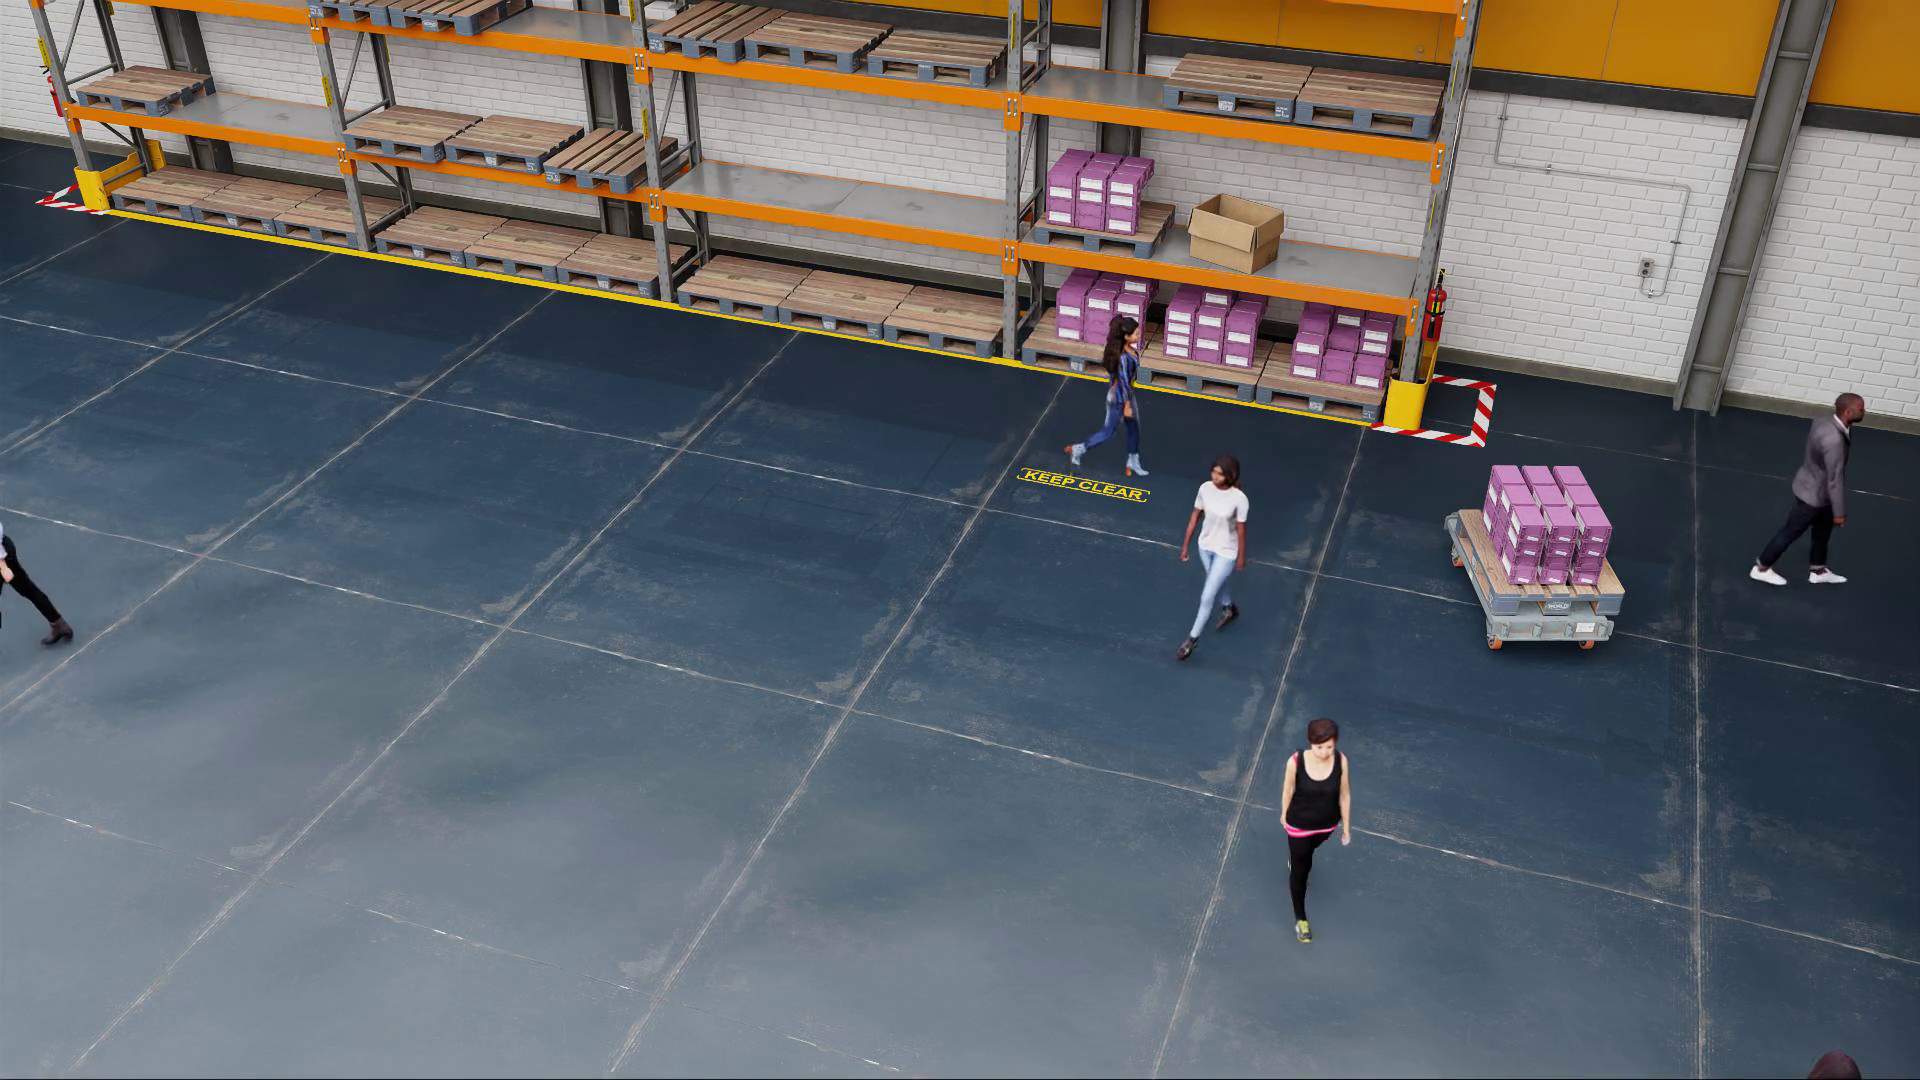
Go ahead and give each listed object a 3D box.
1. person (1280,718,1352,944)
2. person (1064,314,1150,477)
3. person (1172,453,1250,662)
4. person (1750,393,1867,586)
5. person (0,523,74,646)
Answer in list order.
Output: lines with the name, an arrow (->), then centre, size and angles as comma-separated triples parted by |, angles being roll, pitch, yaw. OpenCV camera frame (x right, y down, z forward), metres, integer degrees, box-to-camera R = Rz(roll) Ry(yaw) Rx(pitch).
person -> 2.218, 1.698, 10.514 | 1.027, 1.515, 0.914 | -3, 34, -5
person -> 1.357, -1.252, 14.884 | 1.045, 1.591, 0.706 | 6, 34, 9
person -> 2.028, 0.075, 12.814 | 1.150, 1.673, 0.987 | 29, 43, 36
person -> 6.778, -0.388, 13.406 | 0.983, 1.788, 0.790 | 16, 37, 23
person -> -7.227, 0.145, 12.674 | 1.085, 1.710, 1.074 | -20, 38, -27
